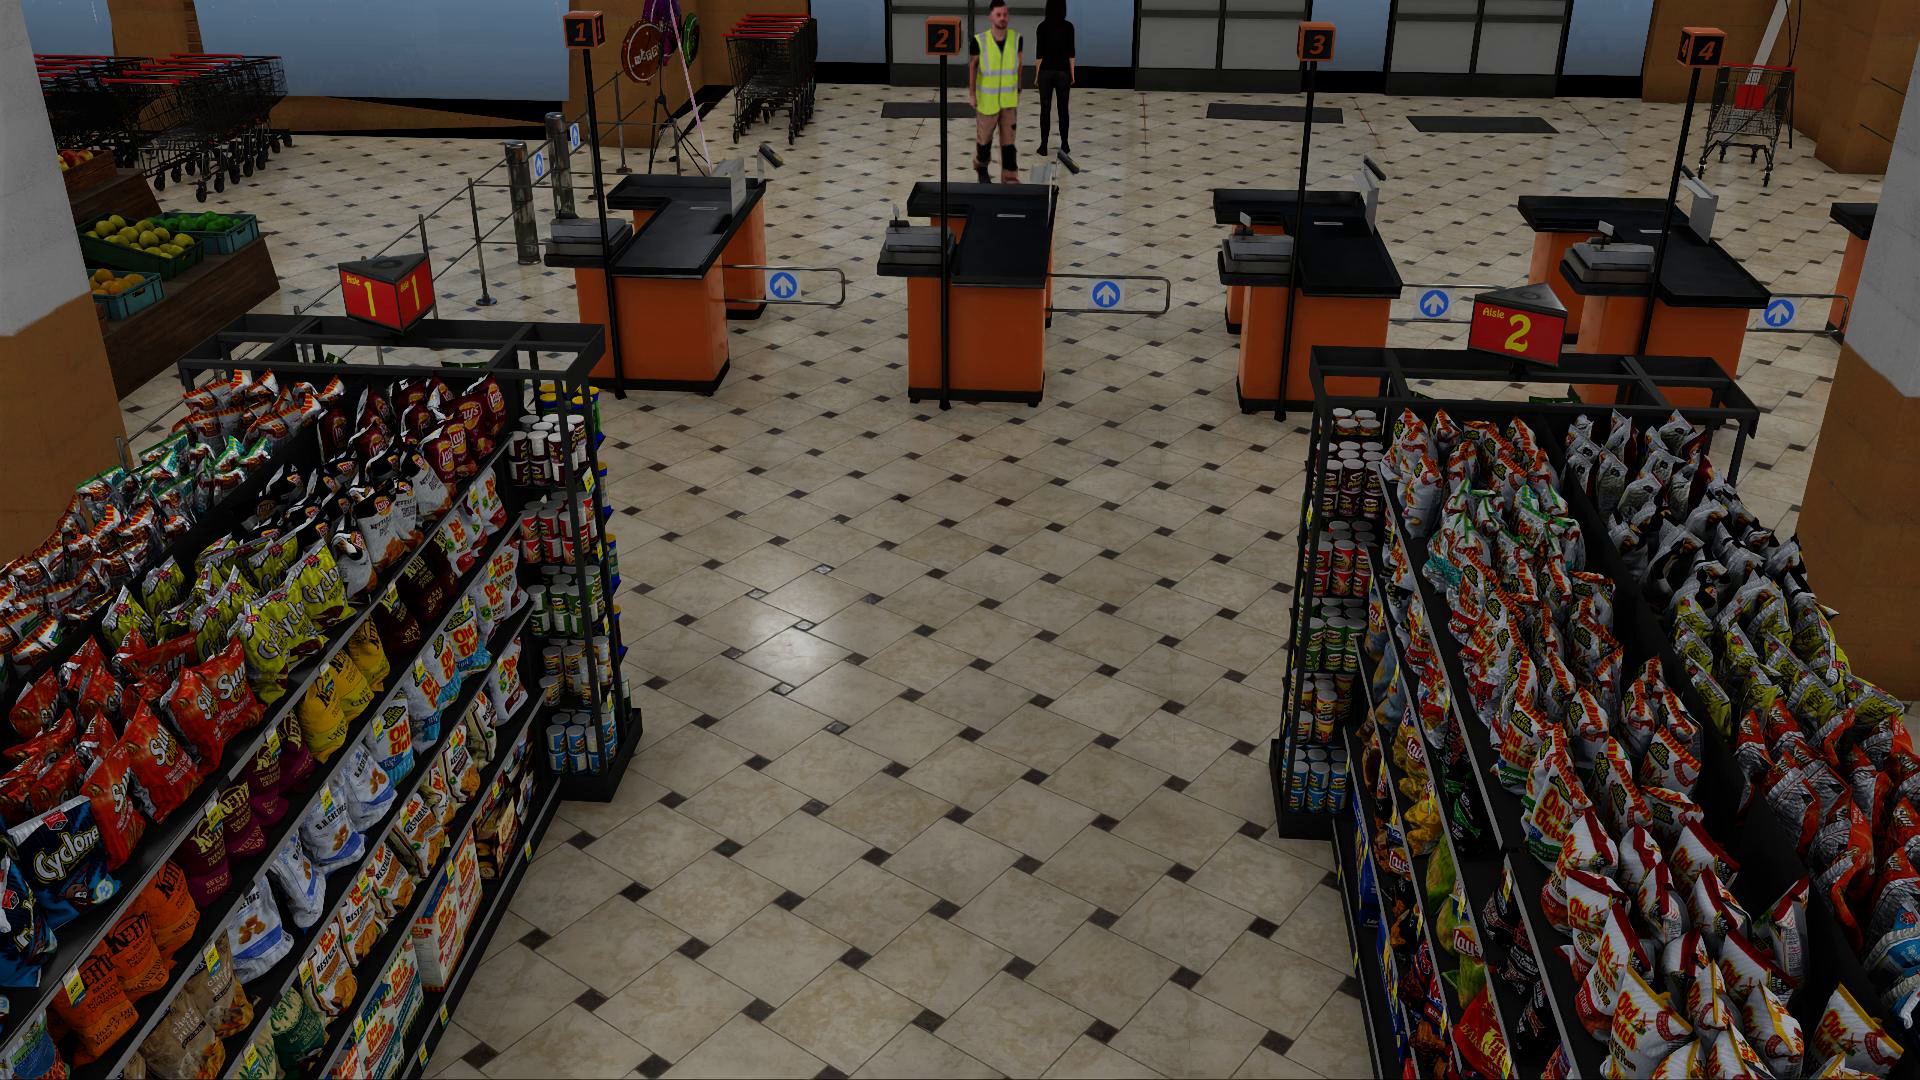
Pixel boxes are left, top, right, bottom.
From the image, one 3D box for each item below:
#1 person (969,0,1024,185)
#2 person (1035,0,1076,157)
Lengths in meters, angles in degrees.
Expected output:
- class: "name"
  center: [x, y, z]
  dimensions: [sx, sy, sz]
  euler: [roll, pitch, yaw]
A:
- class: "person"
  center: [0.316, -4.138, 15.641]
  dimensions: [0.936, 1.803, 1.252]
  euler: [-6, 28, -12]
- class: "person"
  center: [0.976, -4.796, 17.119]
  dimensions: [0.591, 1.640, 0.534]
  euler: [-1, 27, -2]
